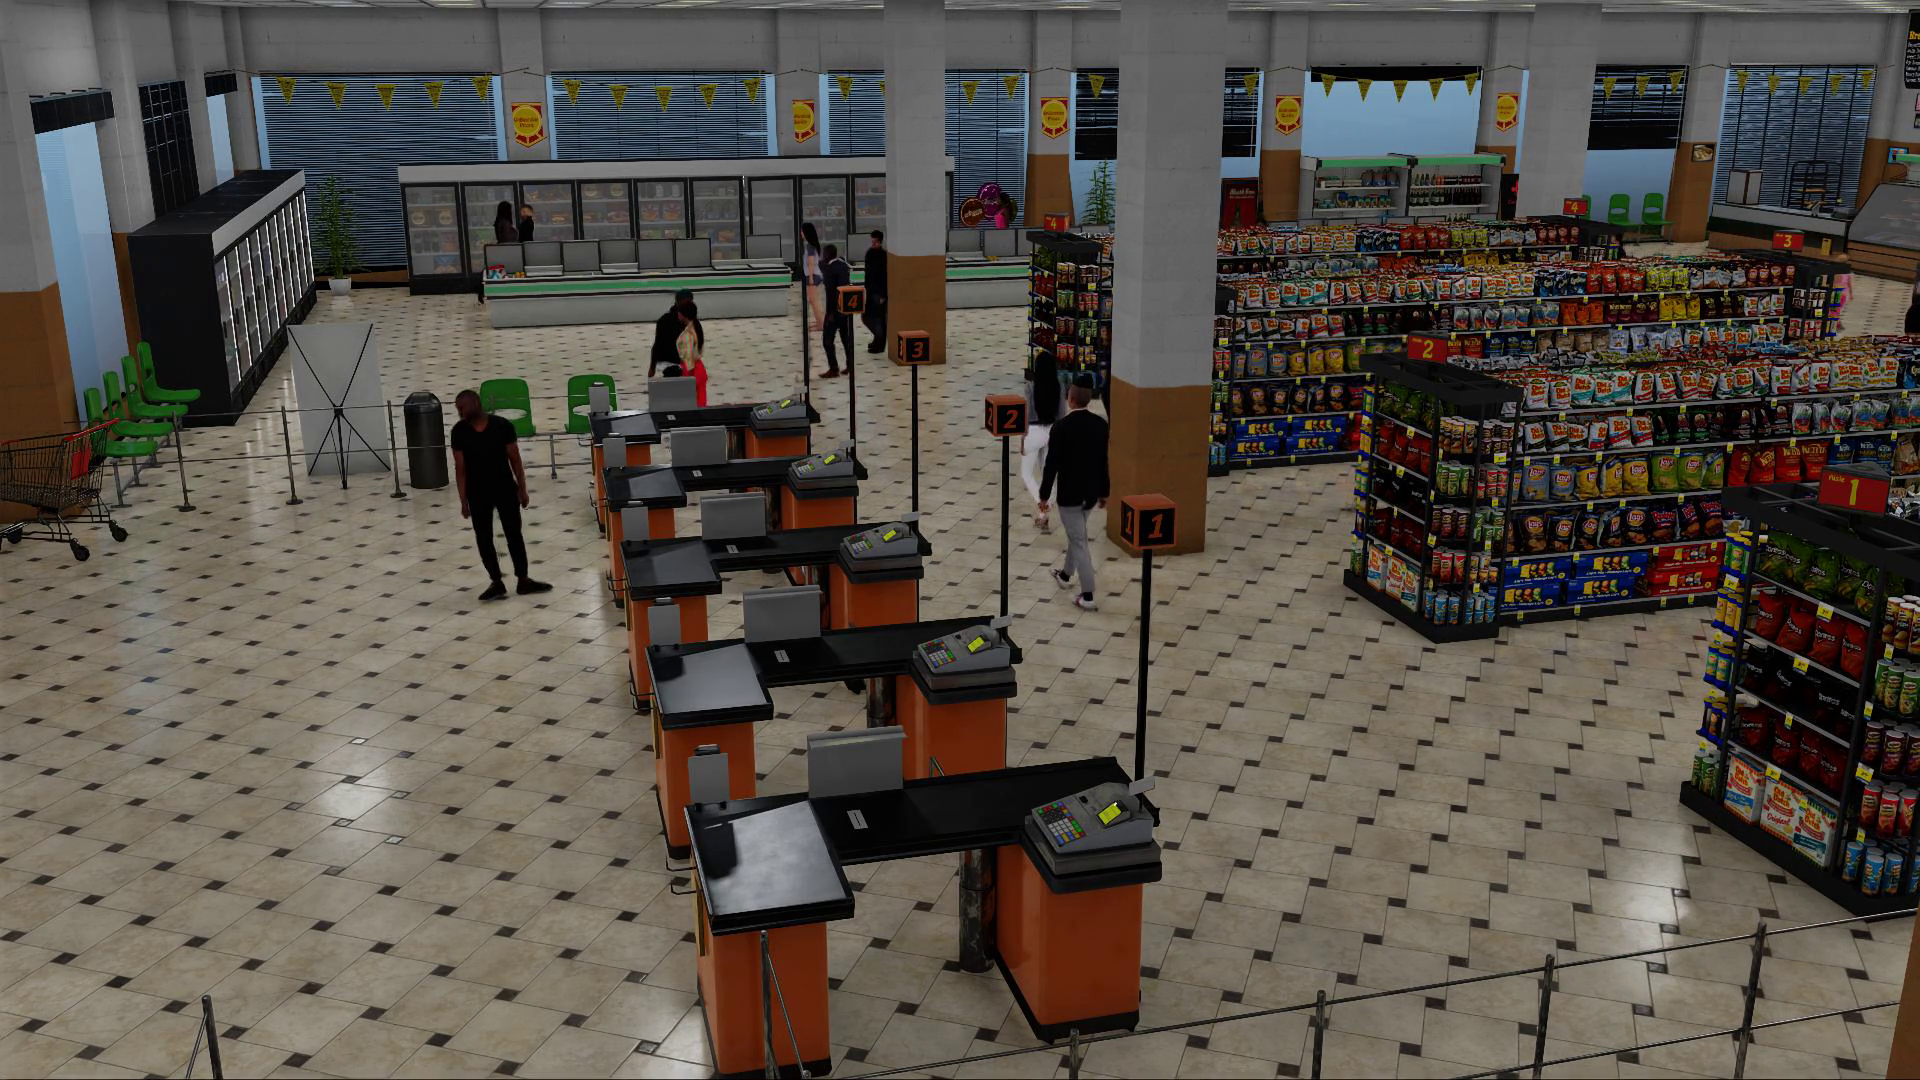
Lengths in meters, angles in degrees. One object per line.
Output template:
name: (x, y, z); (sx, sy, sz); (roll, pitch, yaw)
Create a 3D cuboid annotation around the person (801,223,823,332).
person: (-2.339, -4.182, 26.405); (0.604, 1.701, 0.636); (0, 17, -1)

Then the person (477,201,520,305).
person: (-7.815, -4.812, 28.296); (1.211, 1.807, 0.932); (-13, 21, -37)

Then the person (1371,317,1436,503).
person: (4.372, -1.234, 16.377); (1.092, 1.886, 0.810); (-7, 18, -22)

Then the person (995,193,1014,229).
person: (0.822, -5.634, 31.147); (0.536, 1.723, 0.562); (-5, 18, -16)

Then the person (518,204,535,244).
person: (-7.636, -5.111, 29.515); (0.550, 1.671, 0.616); (-3, 17, -9)

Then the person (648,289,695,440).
person: (-3.298, -1.974, 19.036); (1.230, 1.757, 1.073); (-9, 19, -27)

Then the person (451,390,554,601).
person: (-3.797, -0.372, 13.704); (0.453, 1.789, 0.920); (-8, 19, -24)

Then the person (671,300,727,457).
person: (-2.824, -1.723, 18.199); (1.103, 1.764, 0.907); (4, 17, 14)

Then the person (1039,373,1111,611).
person: (1.015, -0.372, 13.466); (1.059, 1.928, 0.975); (-10, 20, -30)

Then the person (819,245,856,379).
person: (-1.670, -3.111, 22.698); (0.888, 1.805, 0.828); (9, 19, 28)

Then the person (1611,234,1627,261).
person: (10.103, -3.936, 25.696); (1.092, 1.643, 0.775); (-2, 17, -7)

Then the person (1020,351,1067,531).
person: (0.793, -0.900, 15.572); (0.697, 1.715, 0.679); (-5, 18, -17)

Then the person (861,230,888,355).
person: (-1.143, -3.640, 24.422); (0.852, 1.815, 0.871); (-11, 20, -31)

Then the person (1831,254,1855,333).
person: (13.700, -3.808, 25.956); (0.953, 1.246, 0.649); (-11, 20, -31)
